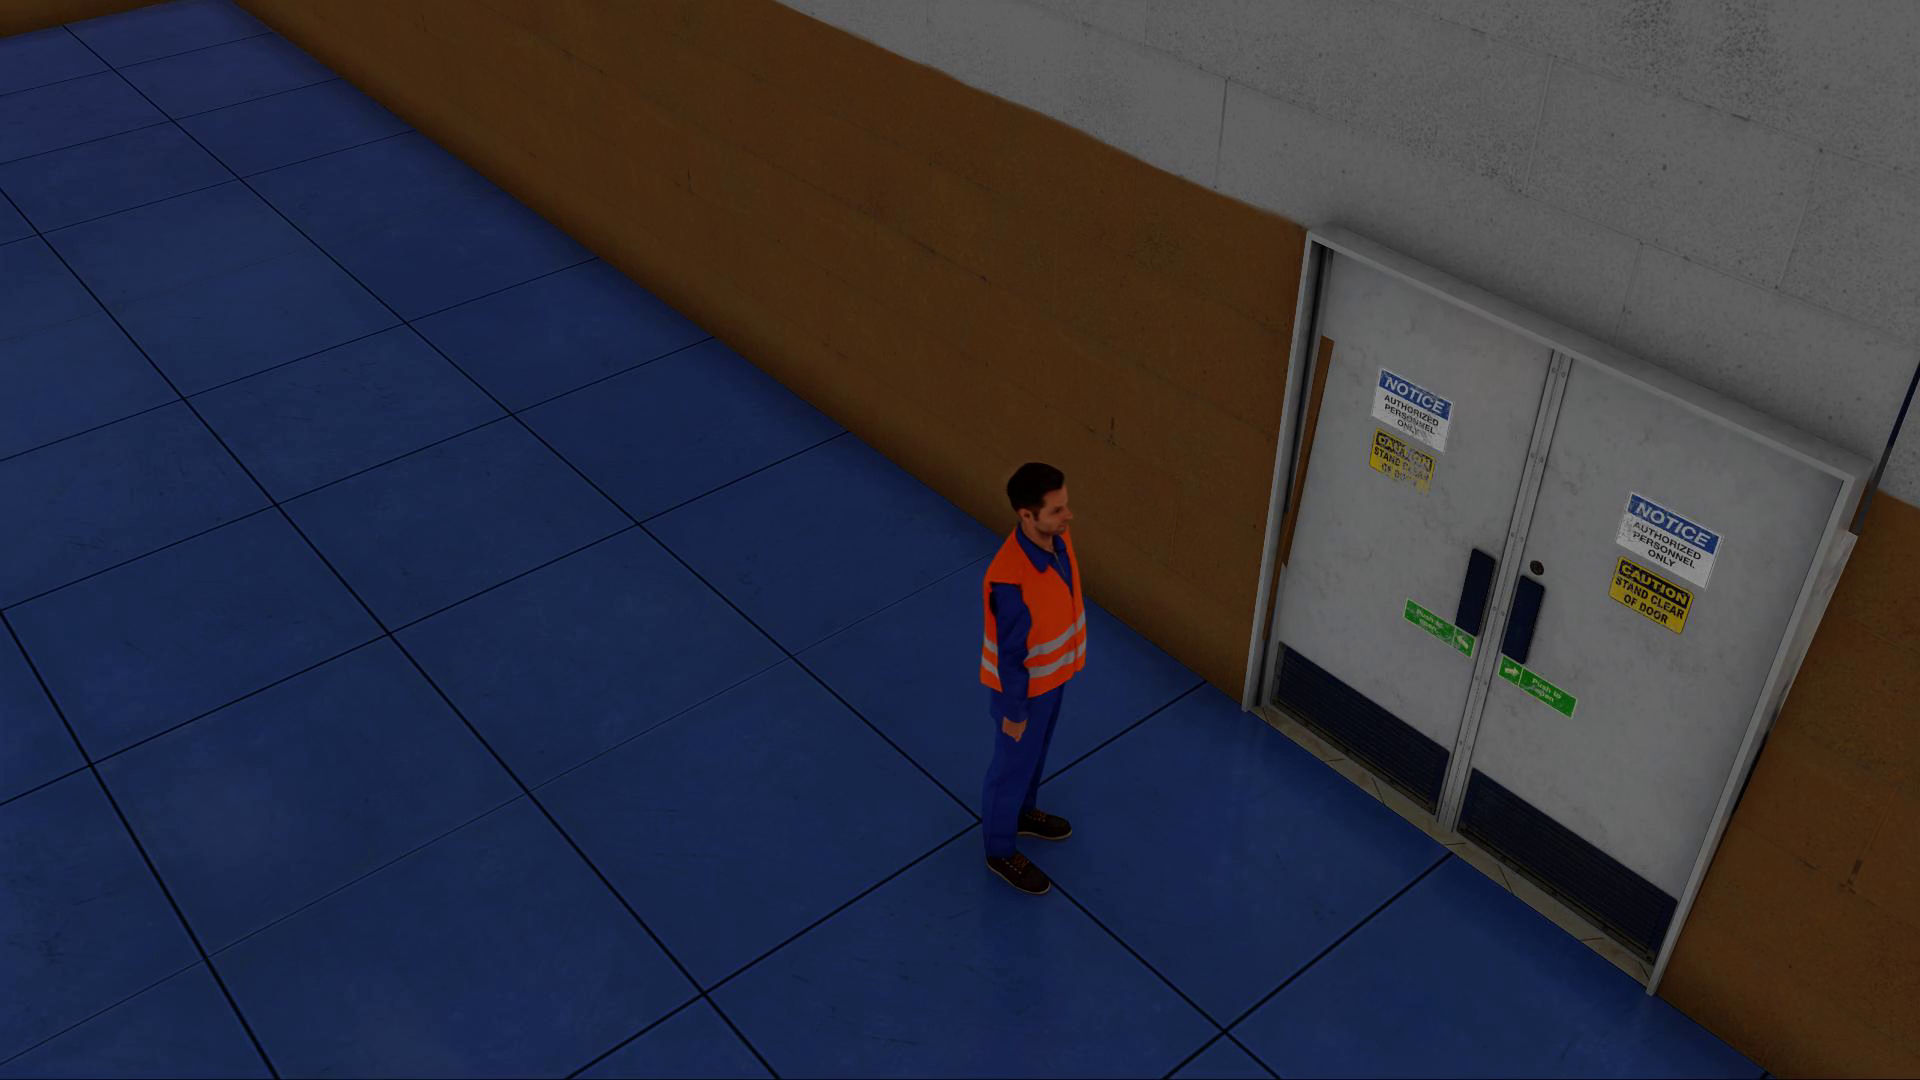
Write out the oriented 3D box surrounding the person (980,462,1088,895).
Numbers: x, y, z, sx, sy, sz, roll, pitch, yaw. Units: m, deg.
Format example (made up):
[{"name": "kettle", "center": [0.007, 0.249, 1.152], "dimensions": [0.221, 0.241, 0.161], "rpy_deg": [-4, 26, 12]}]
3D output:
[{"name": "person", "center": [0.257, 0.487, 6.072], "dimensions": [0.854, 1.863, 0.726], "rpy_deg": [13, 39, 17]}]
